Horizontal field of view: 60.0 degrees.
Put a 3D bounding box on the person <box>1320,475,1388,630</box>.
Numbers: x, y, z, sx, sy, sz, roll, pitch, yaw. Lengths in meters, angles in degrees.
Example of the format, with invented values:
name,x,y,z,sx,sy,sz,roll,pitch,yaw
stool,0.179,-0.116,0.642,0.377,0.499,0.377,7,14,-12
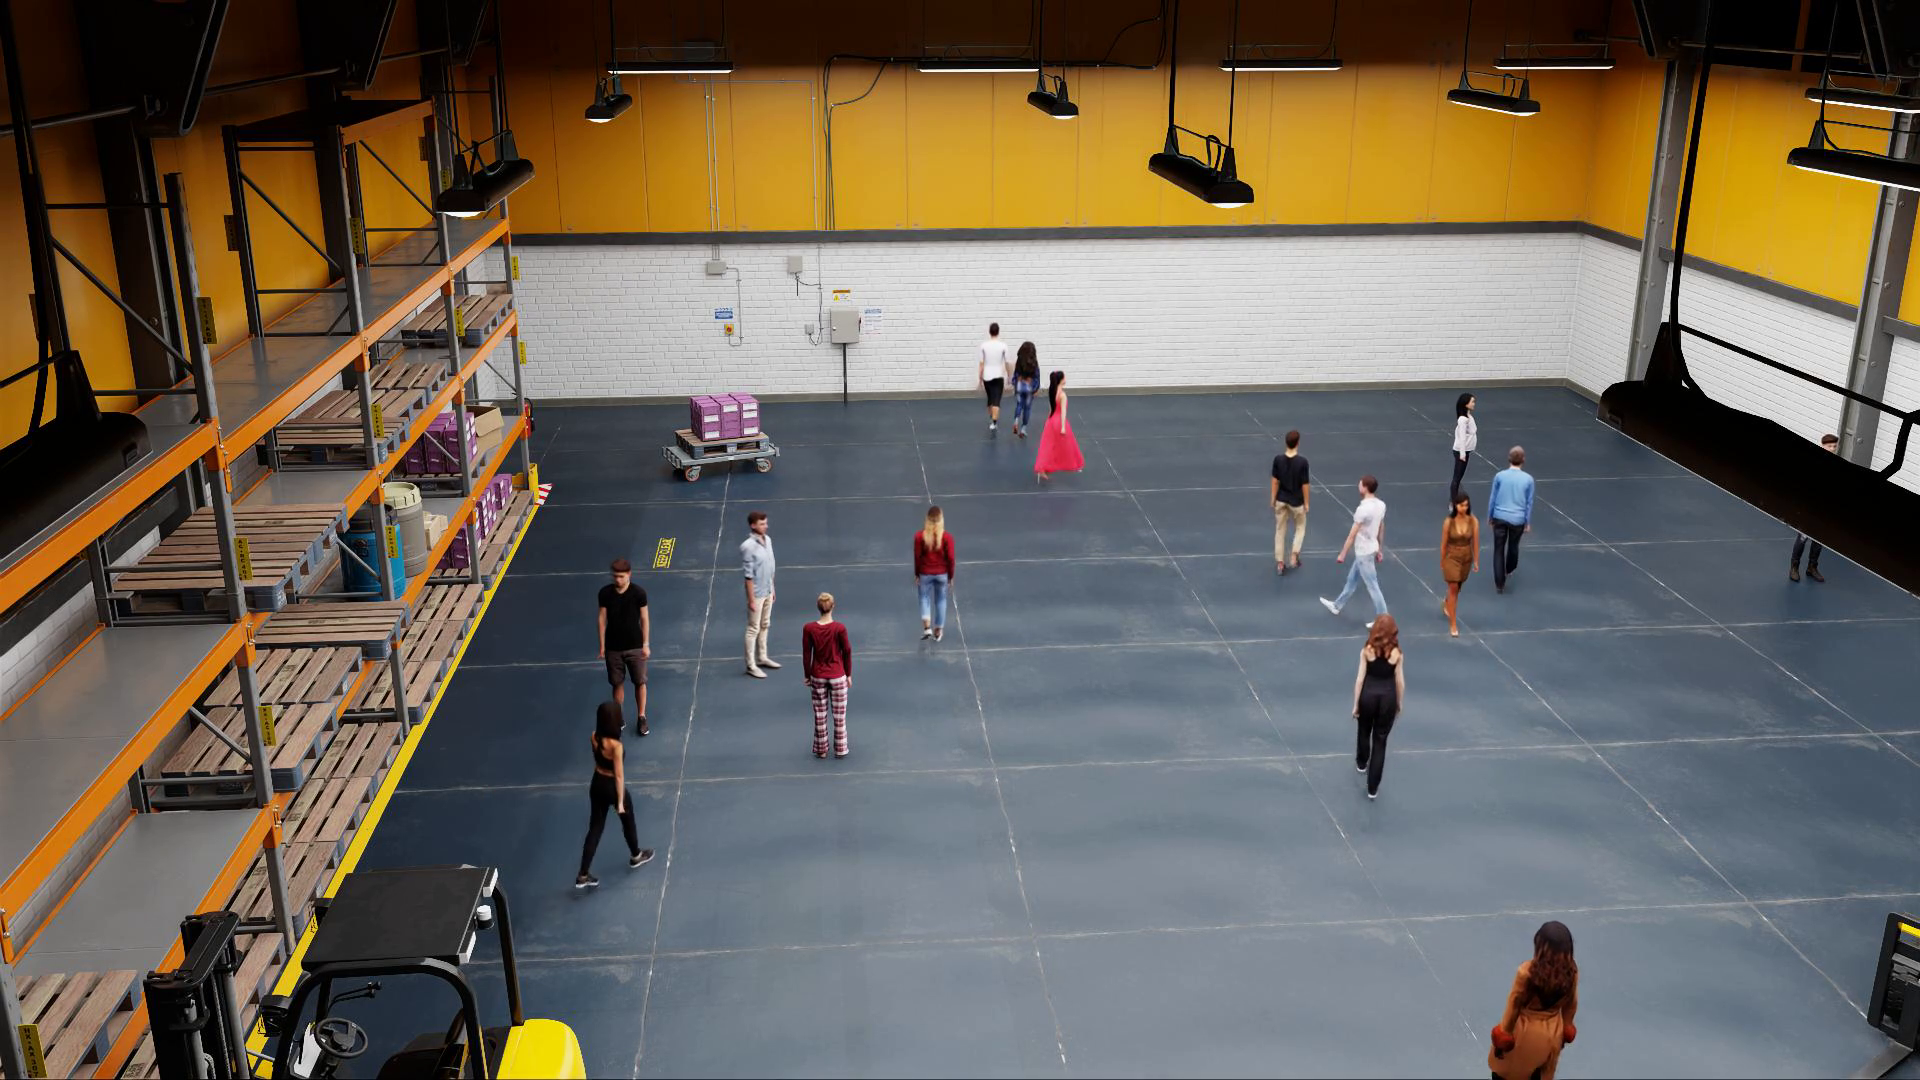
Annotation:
name,x,y,z,sx,sy,sz,roll,pitch,yaw
person,4.779,0.200,19.233,1.247,1.793,1.207,14,23,36

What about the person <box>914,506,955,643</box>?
name,x,y,z,sx,sy,sz,roll,pitch,yaw
person,-0.303,0.425,18.839,0.635,1.620,0.722,0,19,0

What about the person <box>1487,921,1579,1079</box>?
name,x,y,z,sx,sy,sz,roll,pitch,yaw
person,3.638,3.195,10.462,0.756,1.717,0.770,-3,19,-8

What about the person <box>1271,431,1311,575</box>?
name,x,y,z,sx,sy,sz,roll,pitch,yaw
person,4.162,-0.449,21.086,0.814,1.842,0.851,8,20,22

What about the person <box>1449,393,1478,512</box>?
name,x,y,z,sx,sy,sz,roll,pitch,yaw
person,7.163,-1.269,23.744,0.763,1.699,0.646,8,20,21

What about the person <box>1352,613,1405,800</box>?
name,x,y,z,sx,sy,sz,roll,pitch,yaw
person,3.849,1.554,15.343,0.813,1.710,1.081,4,19,12

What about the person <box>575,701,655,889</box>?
name,x,y,z,sx,sy,sz,roll,pitch,yaw
person,-2.981,2.129,13.793,0.969,1.609,1.130,11,22,30

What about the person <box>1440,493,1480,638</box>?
name,x,y,z,sx,sy,sz,roll,pitch,yaw
person,5.769,0.244,19.340,0.587,1.642,1.087,-1,19,-2

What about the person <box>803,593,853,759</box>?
name,x,y,z,sx,sy,sz,roll,pitch,yaw
person,-1.277,1.298,16.106,0.641,1.708,0.534,1,19,2

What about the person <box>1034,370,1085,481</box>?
name,x,y,z,sx,sy,sz,roll,pitch,yaw
person,1.390,-1.669,24.979,1.029,1.669,1.137,-13,22,-33

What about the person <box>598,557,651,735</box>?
name,x,y,z,sx,sy,sz,roll,pitch,yaw
person,-3.344,1.038,16.645,0.689,1.858,0.596,0,19,0

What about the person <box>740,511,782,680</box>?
name,x,y,z,sx,sy,sz,roll,pitch,yaw
person,-2.189,0.558,18.088,0.791,1.848,0.661,8,20,23

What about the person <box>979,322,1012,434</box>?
name,x,y,z,sx,sy,sz,roll,pitch,yaw
person,0.565,-2.682,27.749,0.842,1.821,1.266,2,19,5

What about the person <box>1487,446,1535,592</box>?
name,x,y,z,sx,sy,sz,roll,pitch,yaw
person,6.779,-0.237,20.555,1.002,1.778,1.228,7,20,19

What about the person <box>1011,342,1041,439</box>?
name,x,y,z,sx,sy,sz,roll,pitch,yaw
person,1.057,-2.450,27.383,0.777,1.614,0.827,6,19,16

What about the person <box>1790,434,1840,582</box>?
name,x,y,z,sx,sy,sz,roll,pitch,yaw
person,10.796,-0.420,20.917,0.697,1.895,0.560,0,19,0
